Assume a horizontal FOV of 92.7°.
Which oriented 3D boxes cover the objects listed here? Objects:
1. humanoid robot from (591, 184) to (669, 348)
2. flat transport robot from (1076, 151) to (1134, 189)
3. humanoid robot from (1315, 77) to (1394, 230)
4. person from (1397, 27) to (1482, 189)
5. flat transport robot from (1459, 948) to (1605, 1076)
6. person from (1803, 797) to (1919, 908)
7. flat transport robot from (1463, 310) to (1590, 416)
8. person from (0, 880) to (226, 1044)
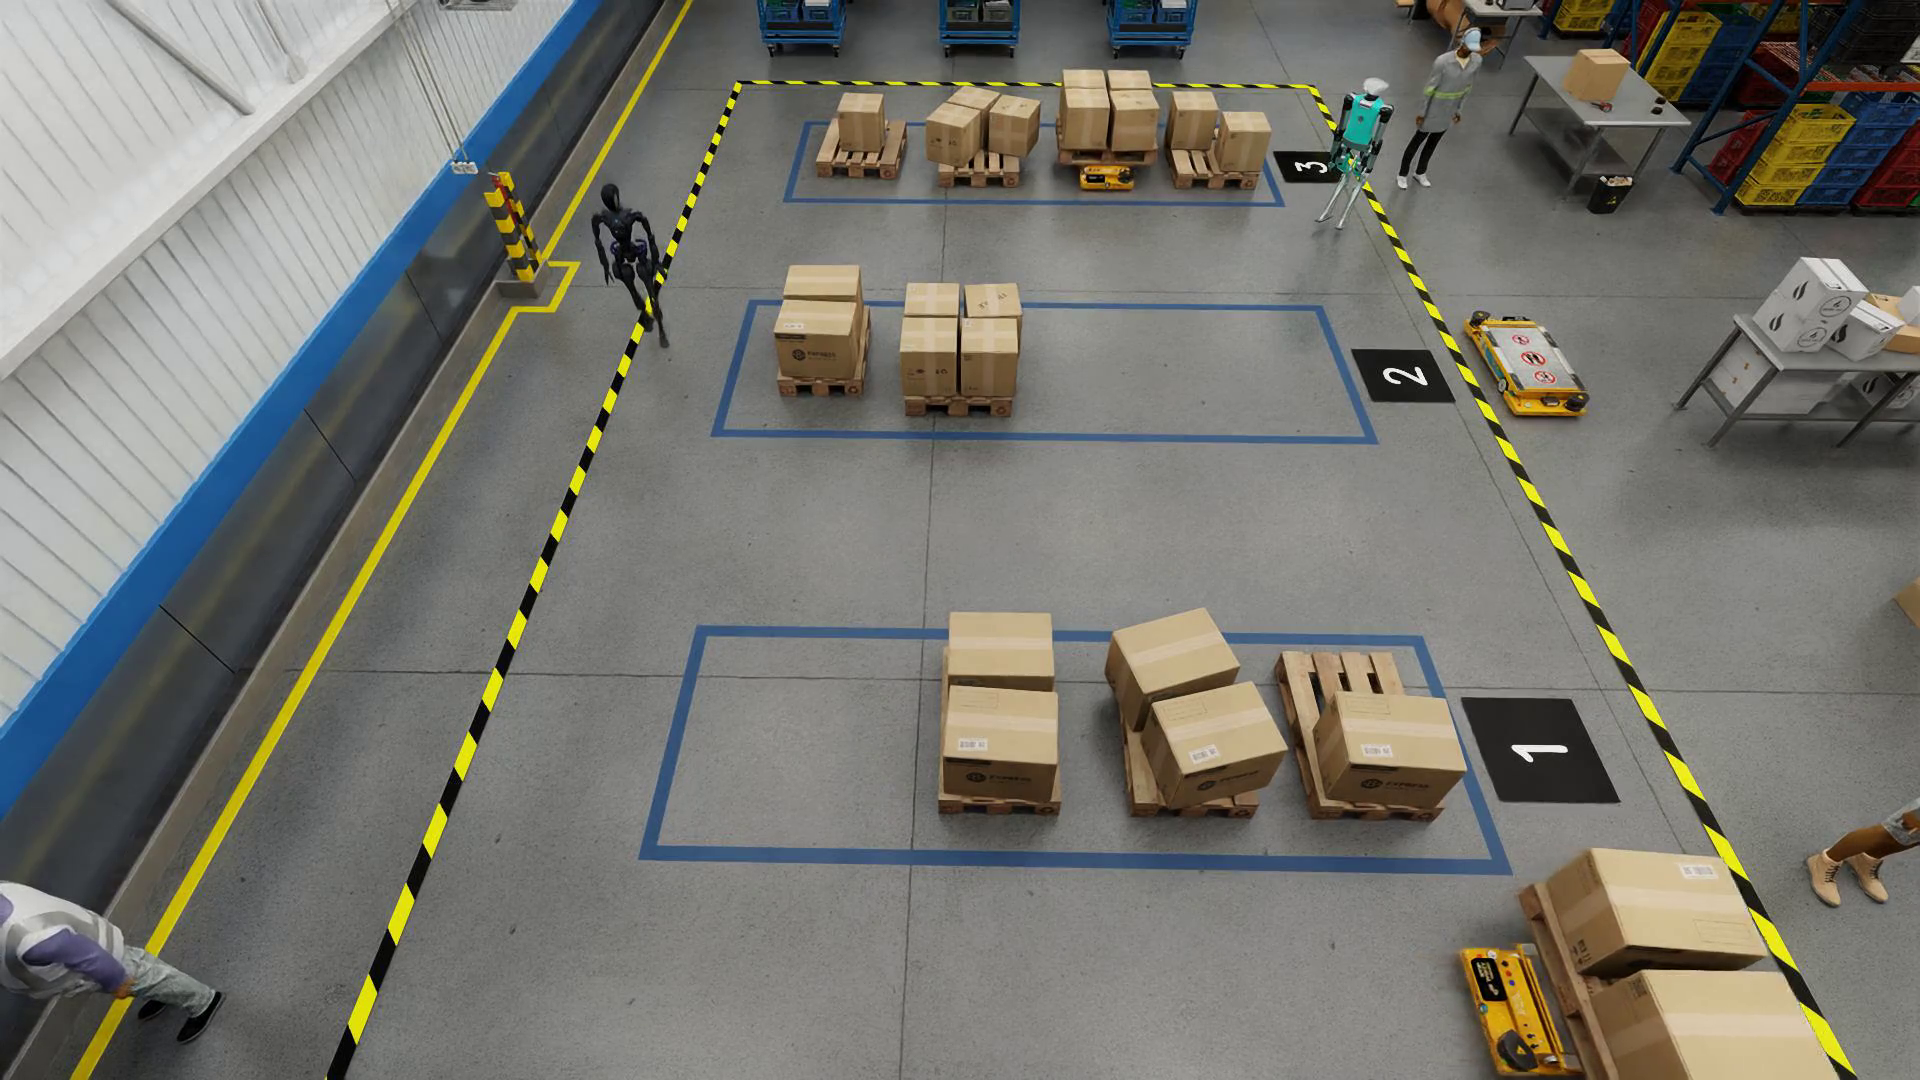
[{"bbox_3d":[-3.195,-2.662,8.916,0.612,1.634,0.656,-7,49,-6],"label":"humanoid robot"},{"bbox_3d":[1.845,-4.976,11.822,0.652,0.197,1.431,1,49,1],"label":"flat transport robot"},{"bbox_3d":[4.465,-4.336,10.226,0.533,1.677,0.735,34,57,26],"label":"humanoid robot"},{"bbox_3d":[5.730,-5.115,10.914,0.586,1.852,0.386,-7,49,-6],"label":"person"},{"bbox_3d":[3.699,2.666,5.207,1.431,0.197,0.652,1,49,1],"label":"flat transport robot"},{"bbox_3d":[5.604,1.494,5.065,0.607,2.048,0.365,-2,49,-2],"label":"person"},{"bbox_3d":[5.573,-1.757,9.054,0.659,0.231,1.431,1,49,1],"label":"flat transport robot"},{"bbox_3d":[-4.474,2.139,4.653,0.590,1.823,0.404,20,52,17],"label":"person"}]
